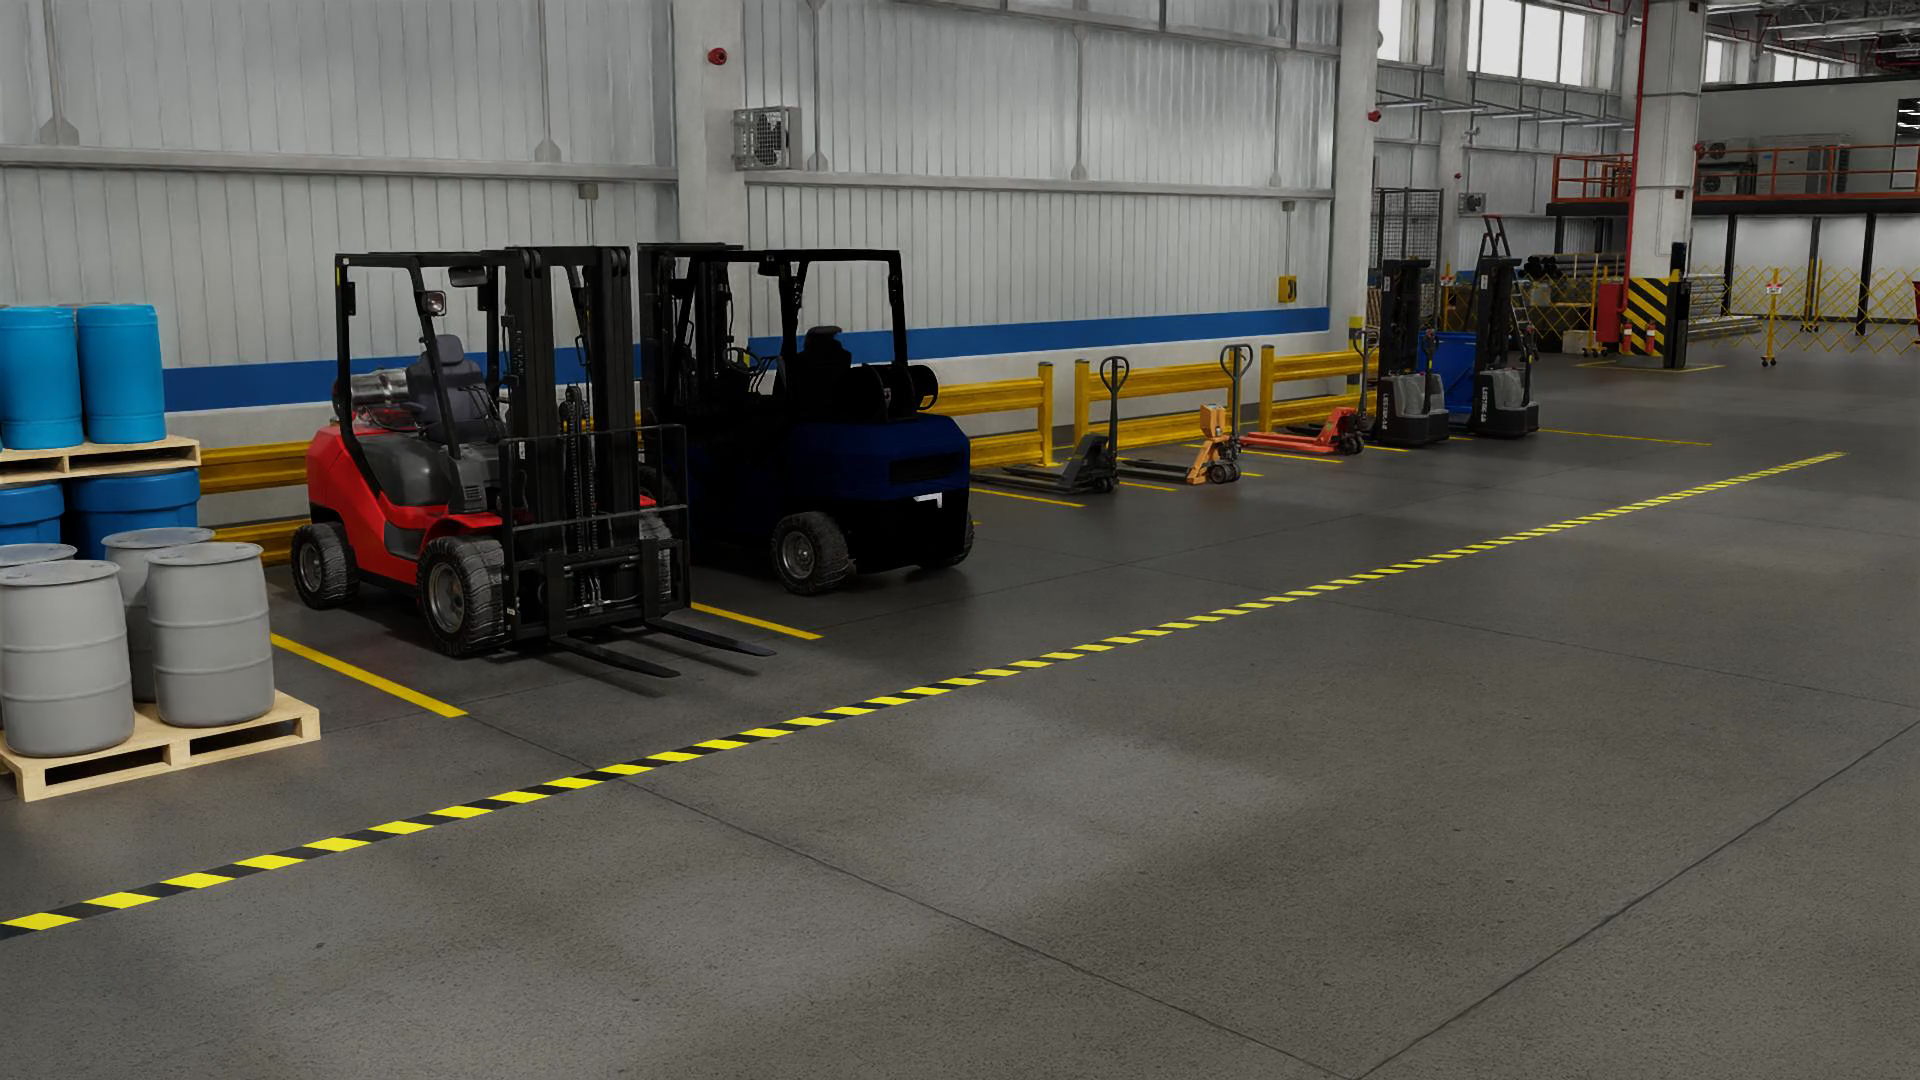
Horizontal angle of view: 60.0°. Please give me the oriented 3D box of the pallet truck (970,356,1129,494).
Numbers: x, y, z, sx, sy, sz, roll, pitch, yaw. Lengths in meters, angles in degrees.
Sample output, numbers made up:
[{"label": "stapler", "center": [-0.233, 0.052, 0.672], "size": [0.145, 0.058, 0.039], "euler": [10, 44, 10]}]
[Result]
[{"label": "pallet truck", "center": [0.784, -1.085, 14.876], "size": [0.680, 1.201, 1.601], "euler": [-10, 14, -44]}]

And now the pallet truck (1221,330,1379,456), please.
[{"label": "pallet truck", "center": [3.563, -1.581, 17.381], "size": [0.653, 1.274, 1.630], "euler": [-10, 14, -44]}]

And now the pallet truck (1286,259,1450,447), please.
[{"label": "pallet truck", "center": [4.493, -2.078, 18.196], "size": [0.823, 1.965, 1.885], "euler": [-9, 14, -40]}]

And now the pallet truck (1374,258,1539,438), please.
[{"label": "pallet truck", "center": [5.704, -2.208, 18.901], "size": [1.885, 1.965, 0.823], "euler": [10, 14, 43]}]

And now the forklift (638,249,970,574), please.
[{"label": "forklift", "center": [-1.173, -0.958, 11.239], "size": [2.680, 1.987, 1.157], "euler": [10, 14, 43]}]

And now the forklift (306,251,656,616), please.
[{"label": "forklift", "center": [-2.833, -0.669, 9.694], "size": [1.157, 1.987, 2.680], "euler": [-10, 14, -44]}]

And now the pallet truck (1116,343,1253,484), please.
[{"label": "pallet truck", "center": [1.962, -1.215, 15.415], "size": [1.522, 1.261, 0.704], "euler": [10, 14, 43]}]
